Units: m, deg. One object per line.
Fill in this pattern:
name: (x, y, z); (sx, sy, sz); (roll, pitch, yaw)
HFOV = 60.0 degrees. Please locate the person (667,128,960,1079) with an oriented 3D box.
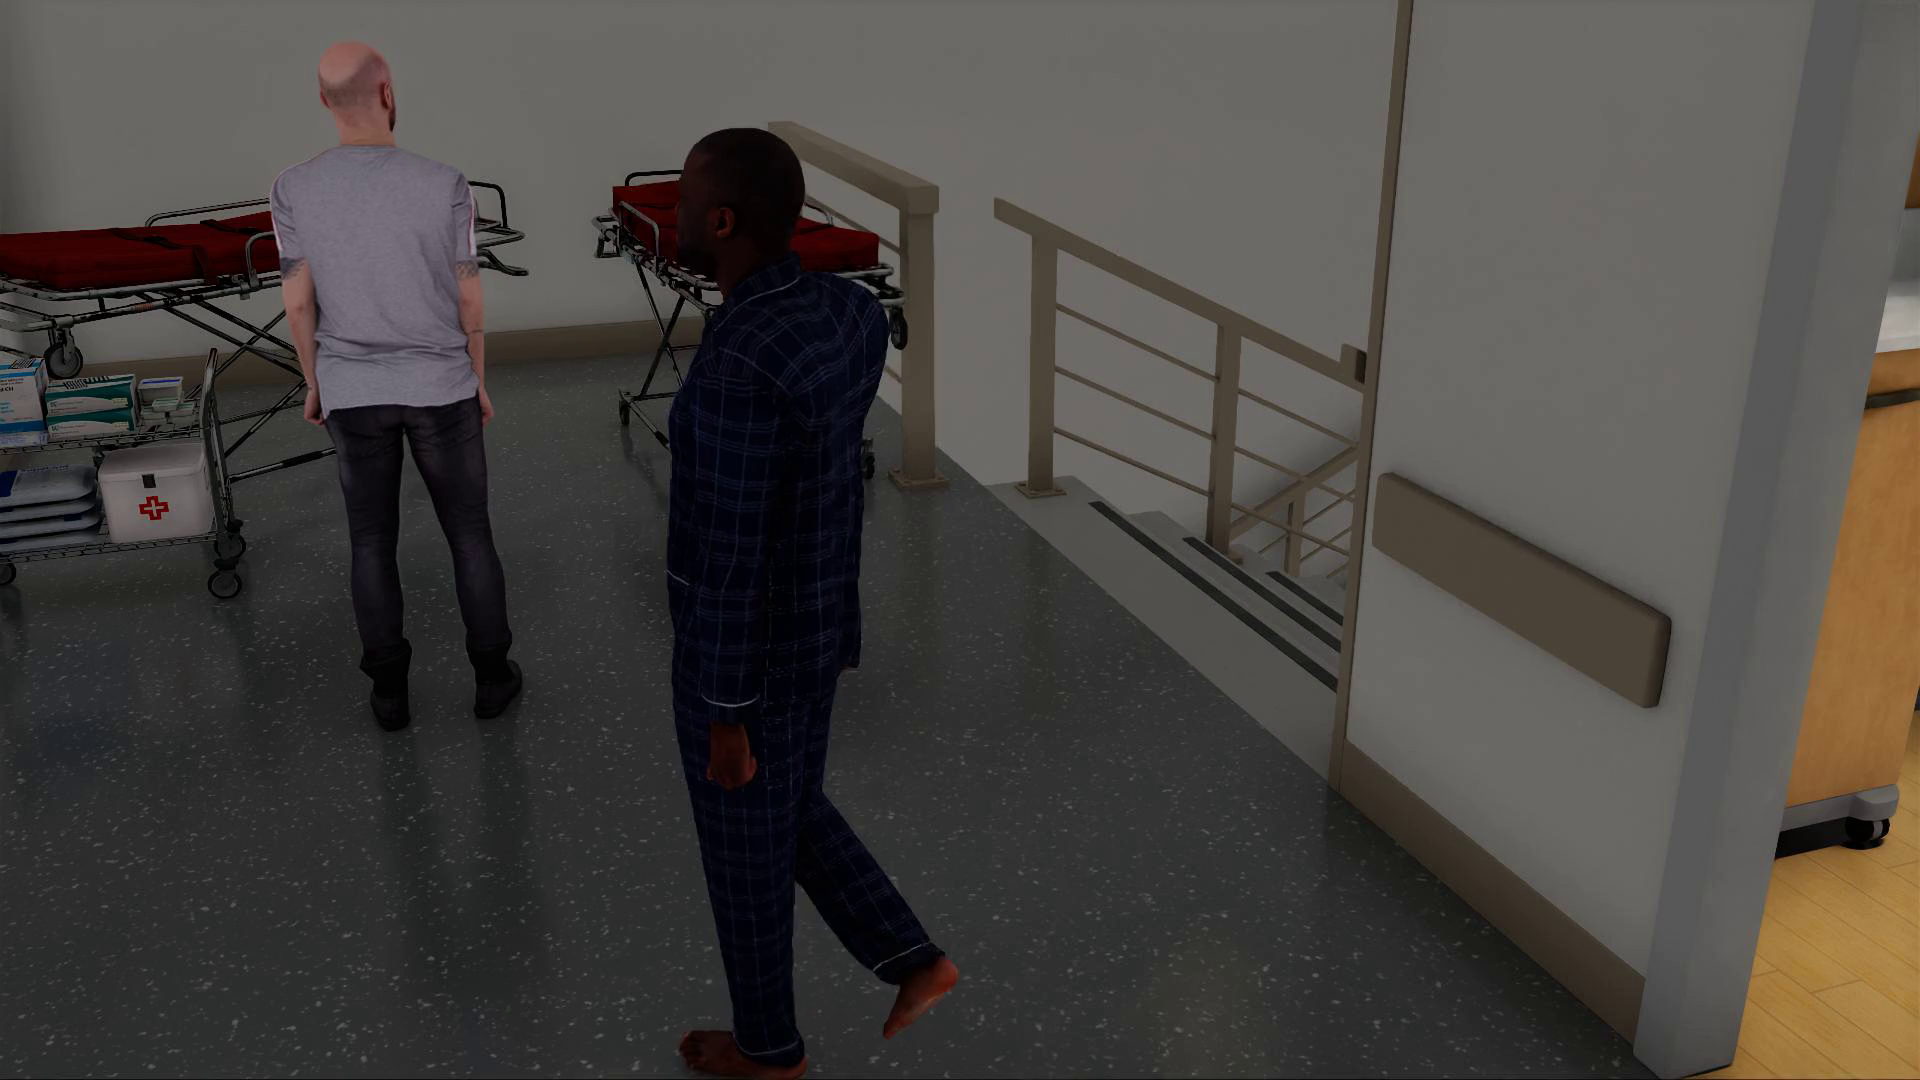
person: (-0.261, 0.206, 2.920); (0.971, 1.809, 0.917); (8, 22, 20)

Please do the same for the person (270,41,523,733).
person: (-1.497, -0.381, 4.435); (0.683, 1.833, 0.630); (-4, 21, -10)
